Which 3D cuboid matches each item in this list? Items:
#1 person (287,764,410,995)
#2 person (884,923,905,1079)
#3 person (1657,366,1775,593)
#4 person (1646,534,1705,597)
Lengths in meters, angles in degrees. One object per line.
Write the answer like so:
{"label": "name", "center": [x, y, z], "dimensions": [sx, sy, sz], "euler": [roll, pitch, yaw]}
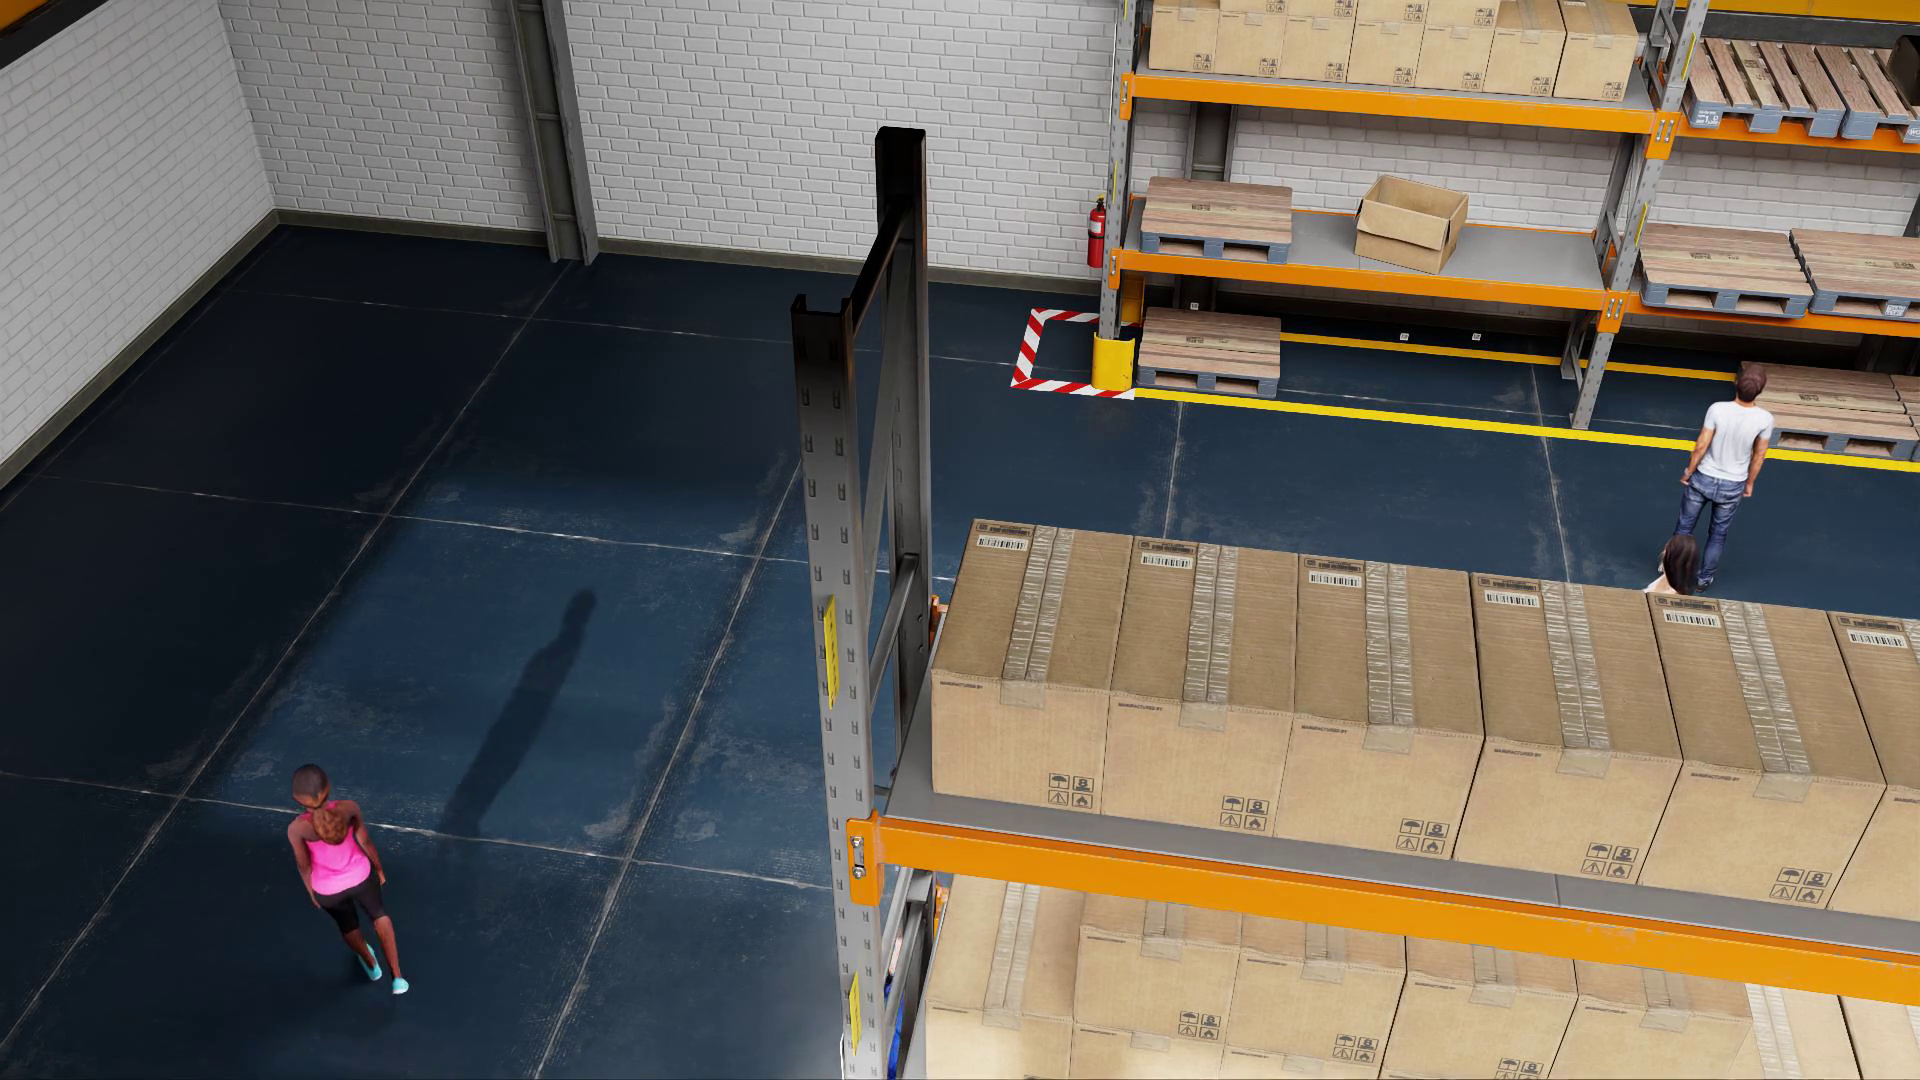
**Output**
{"label": "person", "center": [-3.301, 1.905, 8.973], "dimensions": [0.870, 1.709, 0.917], "euler": [-22, 44, -25]}
{"label": "person", "center": [-0.141, 2.395, 8.398], "dimensions": [1.188, 1.660, 1.048], "euler": [-15, 41, -18]}
{"label": "person", "center": [5.366, -0.424, 11.763], "dimensions": [0.538, 1.866, 0.720], "euler": [13, 40, 15]}
{"label": "person", "center": [4.424, 0.645, 10.594], "dimensions": [0.561, 1.654, 0.637], "euler": [6, 39, 8]}
